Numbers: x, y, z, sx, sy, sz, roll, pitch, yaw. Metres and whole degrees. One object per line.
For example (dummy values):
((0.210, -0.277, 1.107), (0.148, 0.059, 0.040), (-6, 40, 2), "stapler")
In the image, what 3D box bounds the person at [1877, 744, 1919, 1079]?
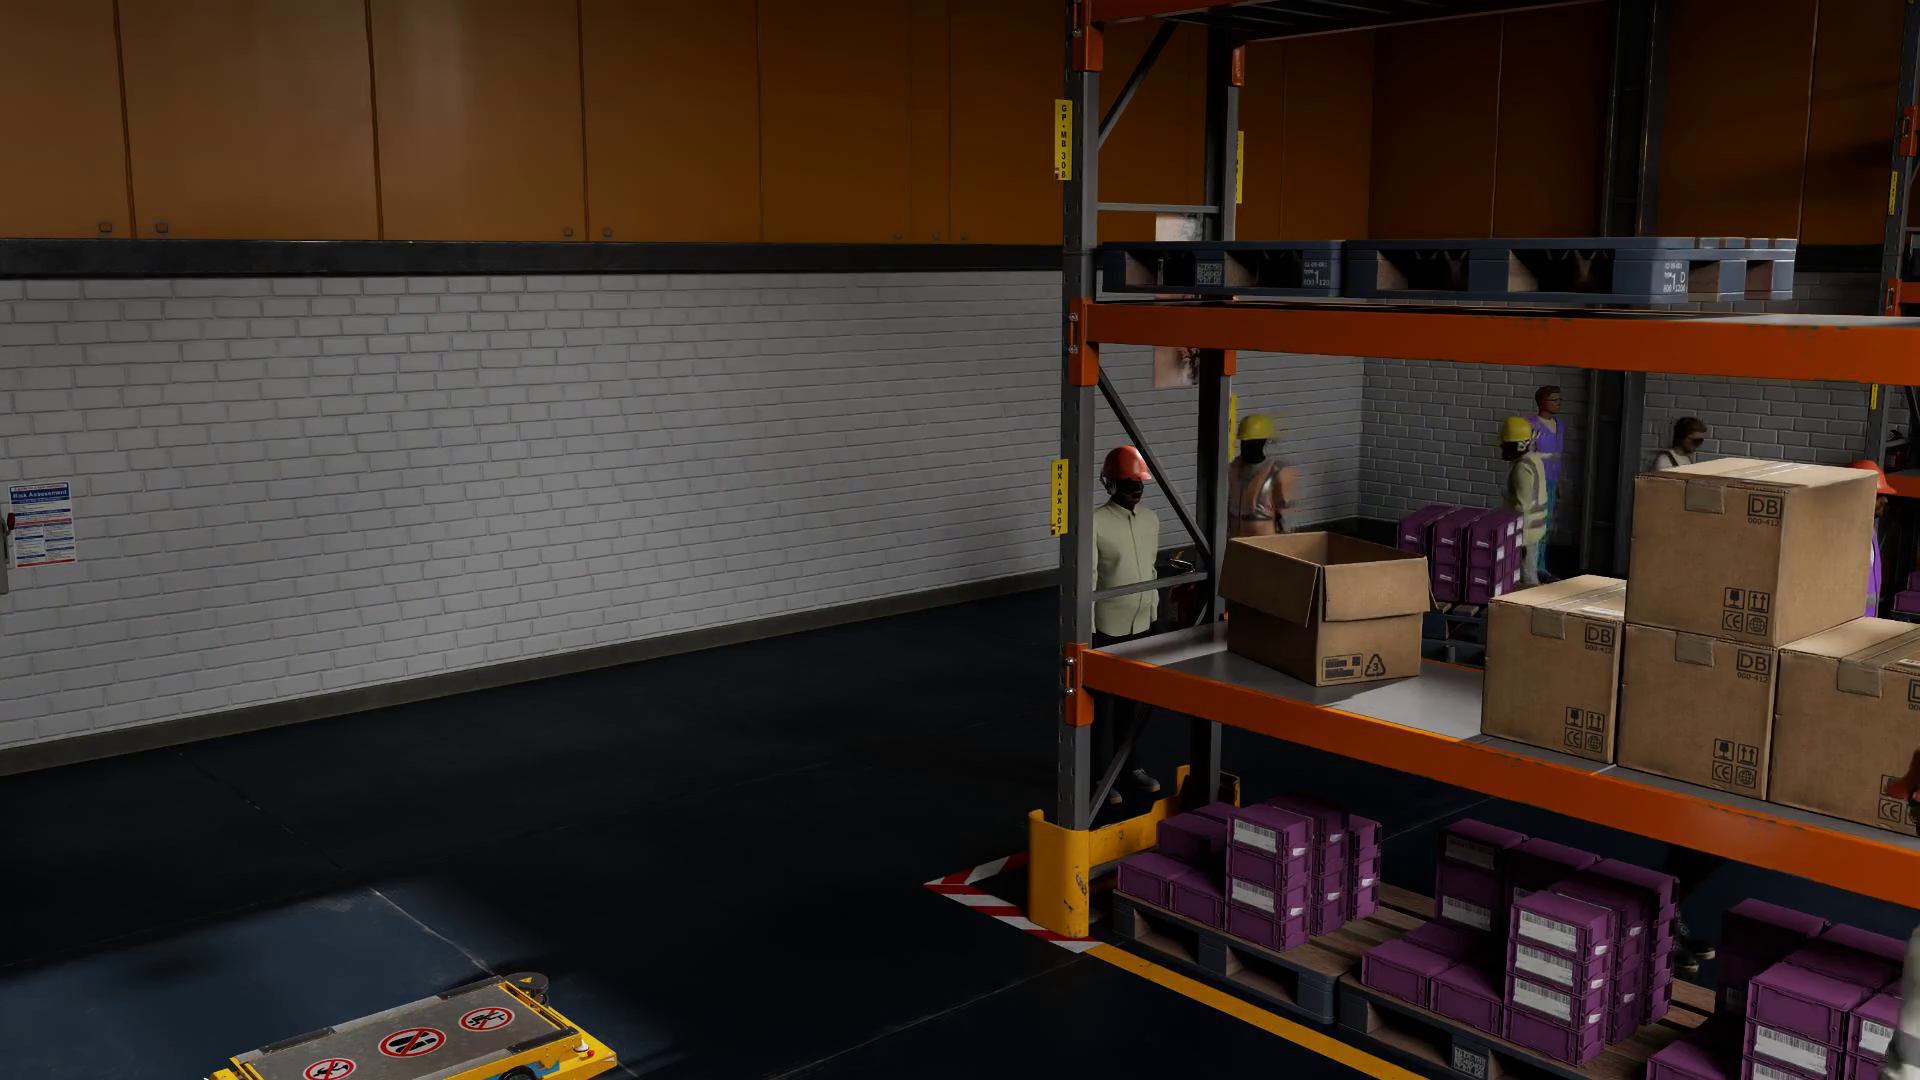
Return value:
((2.231, 1.386, 3.809), (0.631, 2.021, 0.539), (-7, 12, -36), "person")

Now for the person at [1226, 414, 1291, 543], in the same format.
((2.225, -0.009, 12.378), (0.870, 1.897, 0.589), (-7, 12, -35), "person")

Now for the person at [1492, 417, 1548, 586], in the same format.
((4.302, -0.067, 12.964), (0.574, 1.800, 0.617), (6, 11, 32), "person")

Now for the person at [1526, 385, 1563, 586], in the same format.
((5.381, -0.513, 15.437), (0.568, 1.849, 0.386), (-8, 13, -41), "person")

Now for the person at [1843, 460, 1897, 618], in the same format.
((4.841, 0.527, 9.084), (0.548, 1.942, 0.347), (-8, 13, -41), "person")

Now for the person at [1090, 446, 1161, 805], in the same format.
((0.899, 0.463, 9.304), (0.618, 1.994, 0.380), (-8, 13, -41), "person")

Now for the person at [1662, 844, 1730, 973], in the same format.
((3.189, 0.884, 7.046), (0.613, 1.932, 0.516), (-9, 13, -43), "person")

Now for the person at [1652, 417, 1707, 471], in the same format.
((5.538, -0.064, 12.958), (0.567, 1.801, 0.451), (-9, 13, -42), "person")

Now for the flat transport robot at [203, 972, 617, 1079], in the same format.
((-2.018, 1.903, 5.912), (1.431, 0.197, 0.652), (-8, 13, -41), "flat transport robot")
